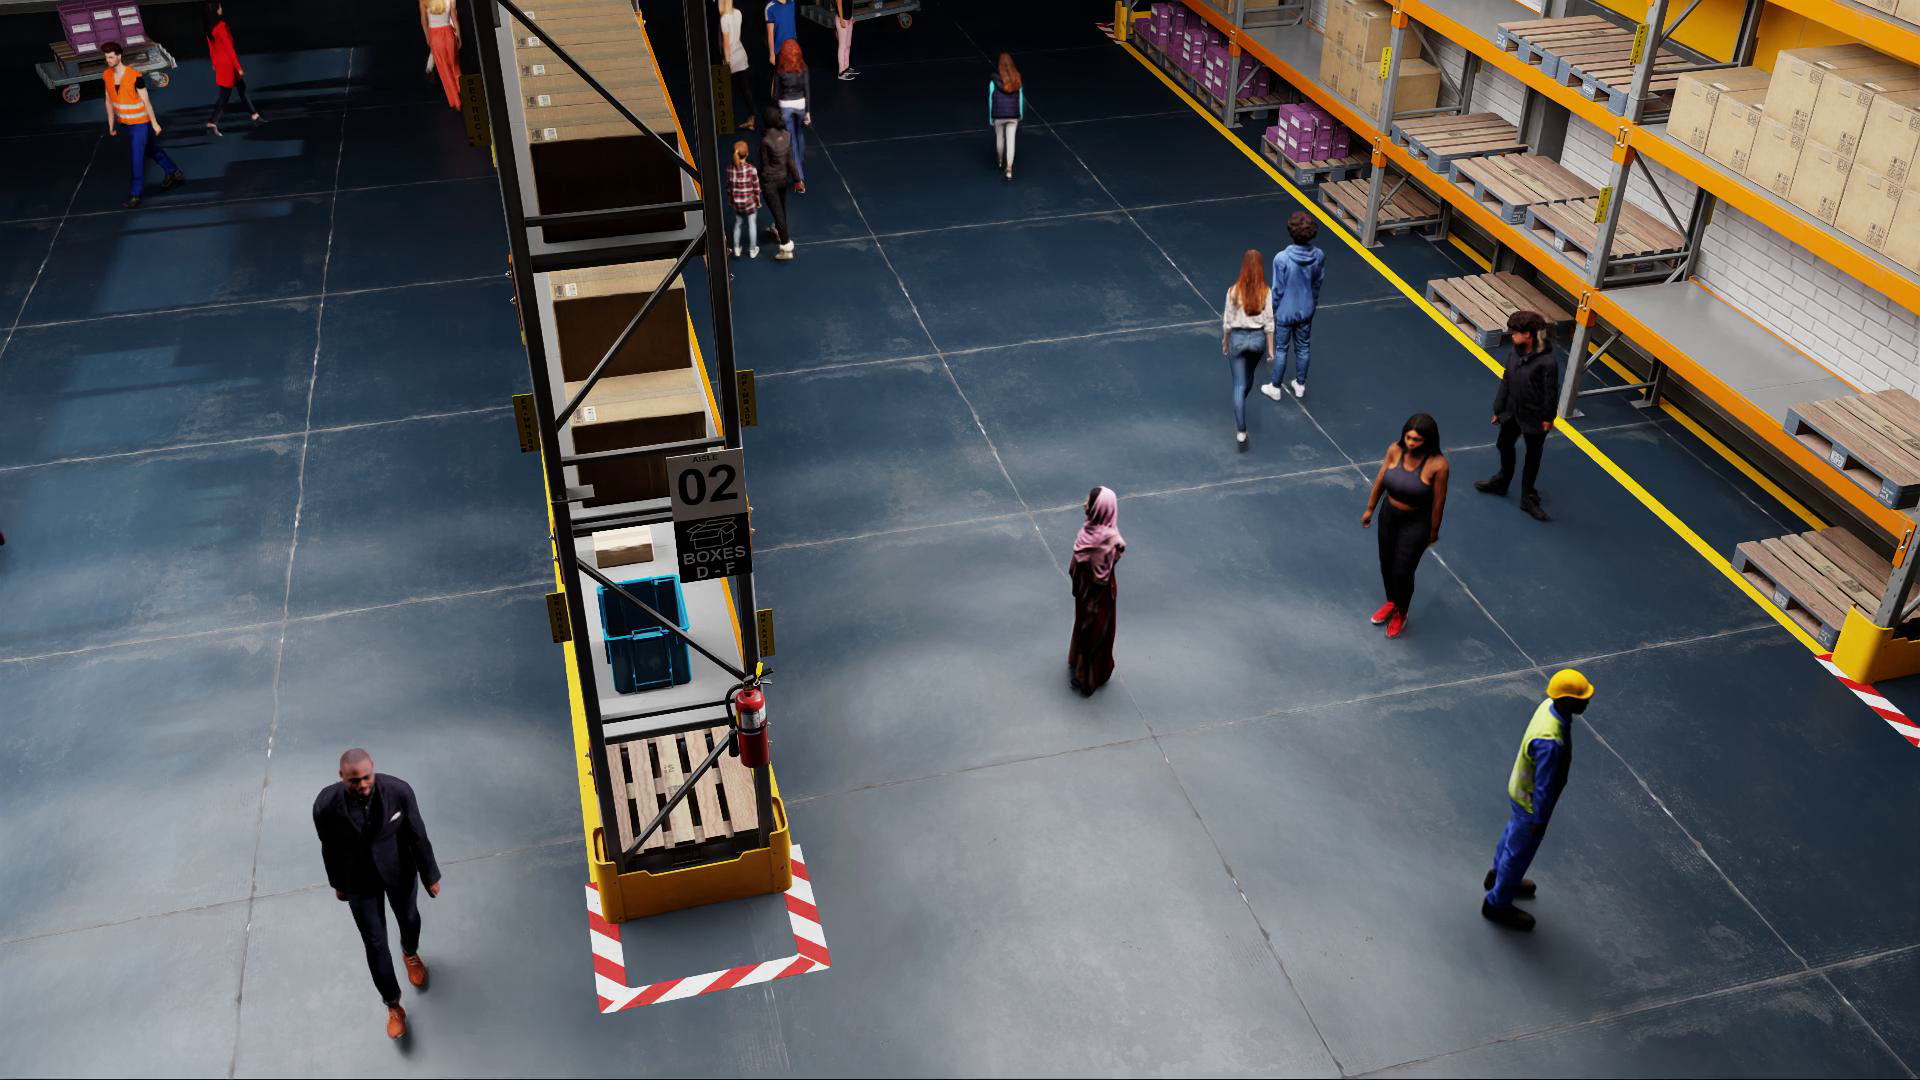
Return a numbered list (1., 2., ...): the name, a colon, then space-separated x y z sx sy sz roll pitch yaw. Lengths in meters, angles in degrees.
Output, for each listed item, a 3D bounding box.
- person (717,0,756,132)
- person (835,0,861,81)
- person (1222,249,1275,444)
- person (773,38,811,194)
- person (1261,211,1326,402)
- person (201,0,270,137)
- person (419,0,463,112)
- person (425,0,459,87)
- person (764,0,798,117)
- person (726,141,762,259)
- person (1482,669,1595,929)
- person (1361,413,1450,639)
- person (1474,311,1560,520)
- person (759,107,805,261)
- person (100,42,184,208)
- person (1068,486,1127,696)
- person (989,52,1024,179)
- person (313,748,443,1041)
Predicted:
1. person: -2.792 -6.089 21.195 1.026 1.793 0.967 17 37 24
2. person: -1.609 -7.218 23.100 0.679 1.565 0.595 10 35 15
3. person: 2.526 -1.661 14.642 0.835 1.672 1.218 1 34 1
4. person: -1.946 -4.949 19.522 0.585 1.748 1.094 -9 35 -13
5. person: 3.054 -2.137 15.236 0.672 1.808 0.538 -8 34 -11
6. person: -9.365 -5.931 21.035 1.122 1.707 1.052 28 42 35
7. person: -6.765 -6.498 21.817 0.703 1.786 0.824 -15 36 -21
8. person: -7.080 -7.022 22.575 0.917 1.820 1.043 8 34 11
9. person: -2.294 -6.377 21.564 0.772 1.865 0.755 26 41 33
10. person: -2.332 -3.686 18.023 0.625 1.303 0.660 9 35 13
11. person: 3.385 1.484 9.785 0.798 1.811 0.704 12 36 18
12. person: 3.323 -0.174 12.286 0.878 1.804 0.782 -29 43 -36
13. person: 4.705 -1.032 13.623 0.706 1.753 0.977 24 41 32
14. person: -2.100 -3.921 18.054 0.905 1.661 1.159 -20 39 -28
15. person: -9.529 -4.878 19.342 1.162 1.829 1.359 11 35 16
16. person: 0.959 0.321 11.692 0.783 1.638 0.631 0 34 0
17. person: 0.564 -5.058 19.937 0.703 1.468 1.012 -2 34 -3
18. person: -3.231 1.827 9.285 0.821 1.794 1.011 -13 36 -19
